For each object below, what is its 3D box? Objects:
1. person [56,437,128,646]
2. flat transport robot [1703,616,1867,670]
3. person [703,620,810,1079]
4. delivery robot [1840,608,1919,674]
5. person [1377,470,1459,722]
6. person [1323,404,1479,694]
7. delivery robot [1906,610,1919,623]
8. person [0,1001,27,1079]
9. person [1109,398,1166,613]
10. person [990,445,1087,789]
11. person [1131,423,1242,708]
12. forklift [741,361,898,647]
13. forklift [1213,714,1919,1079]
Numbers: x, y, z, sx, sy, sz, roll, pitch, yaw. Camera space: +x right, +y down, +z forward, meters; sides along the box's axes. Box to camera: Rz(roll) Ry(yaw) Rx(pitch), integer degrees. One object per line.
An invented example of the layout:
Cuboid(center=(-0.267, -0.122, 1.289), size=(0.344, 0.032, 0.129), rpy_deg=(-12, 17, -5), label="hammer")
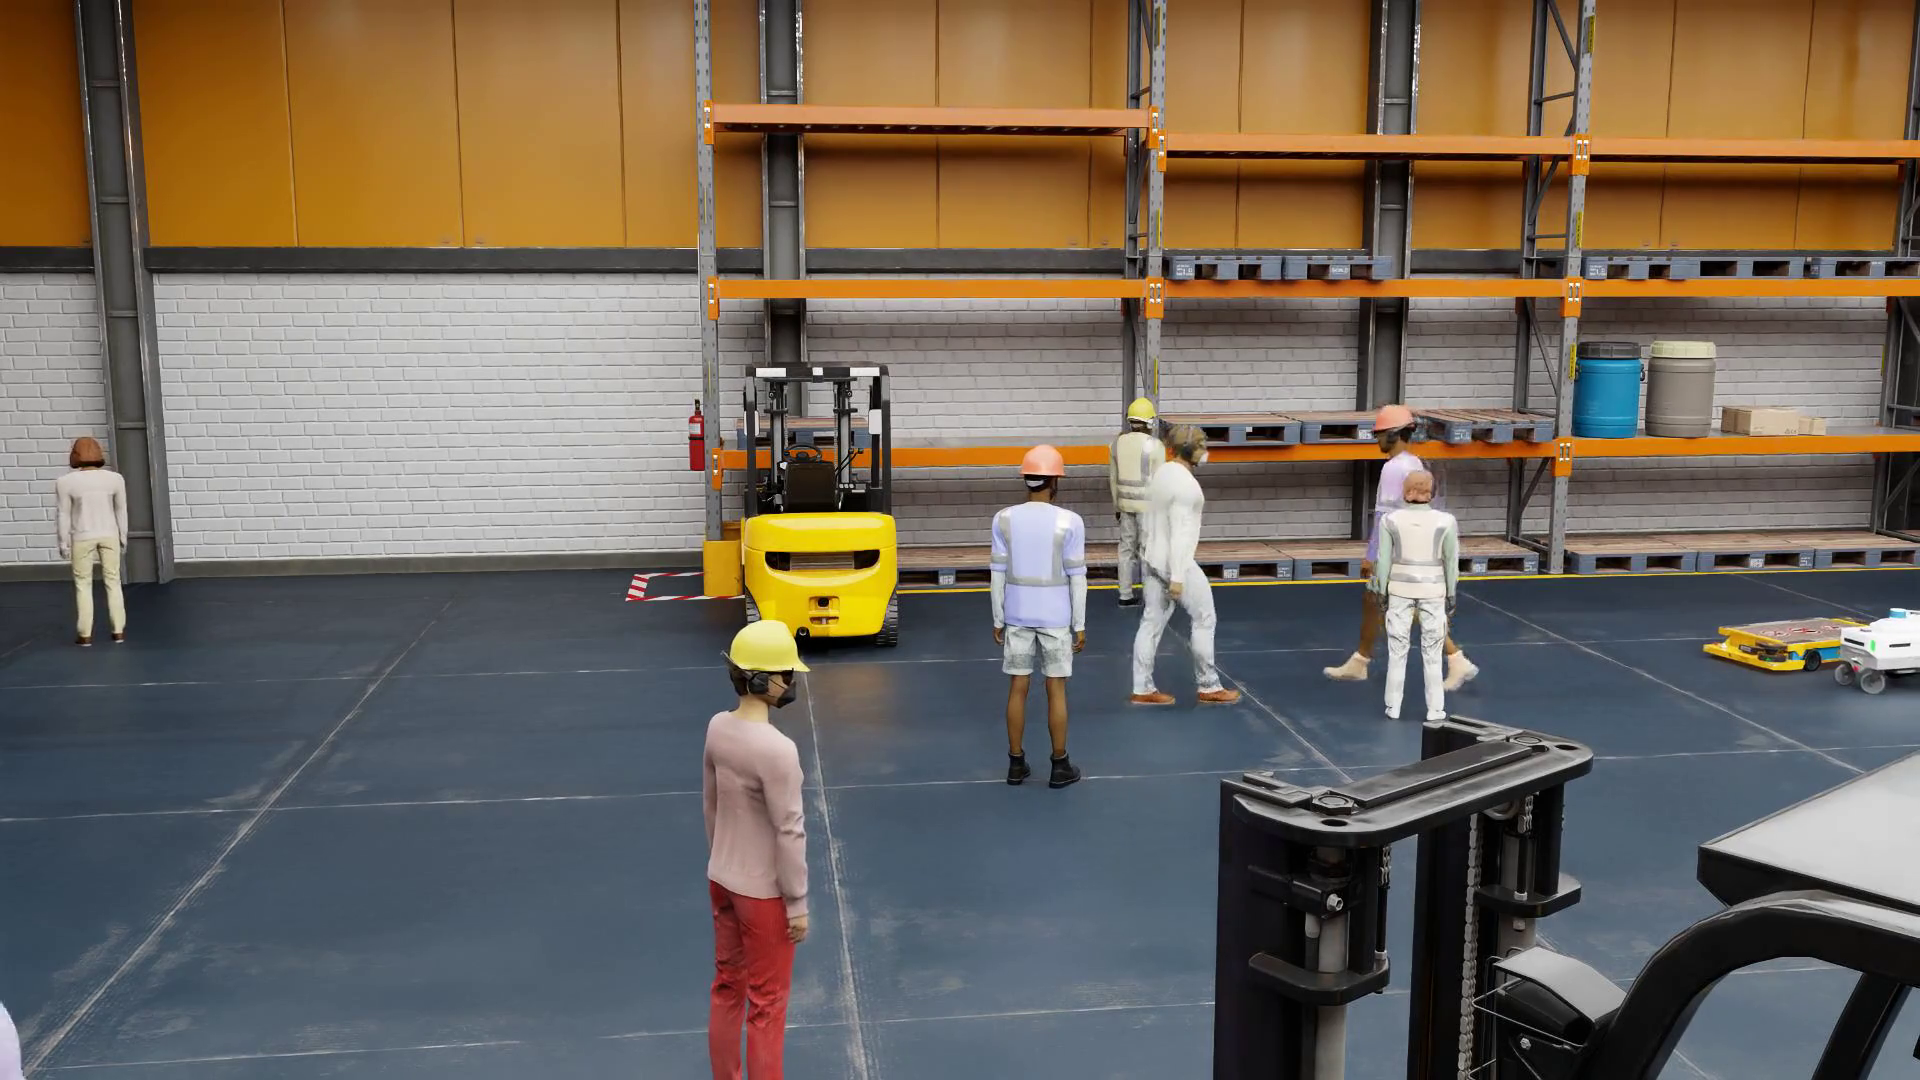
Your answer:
Cuboid(center=(-6.750, 0.010, 12.969), size=(0.502, 1.620, 0.309), rpy_deg=(-8, 12, -39), label="person")
Cuboid(center=(6.372, 0.764, 12.457), size=(1.431, 0.197, 0.652), rpy_deg=(-3, 10, -21), label="flat transport robot")
Cuboid(center=(-0.656, 1.136, 5.498), size=(0.329, 1.765, 0.526), rpy_deg=(-7, 11, -36), label="person")
Cuboid(center=(6.505, 0.719, 11.566), size=(0.707, 0.478, 0.477), rpy_deg=(-2, 9, -14), label="delivery robot")
Cuboid(center=(2.938, 0.363, 10.703), size=(0.512, 1.640, 0.311), rpy_deg=(3, 10, 19), label="person")
Cuboid(center=(3.109, 0.060, 11.522), size=(1.044, 1.993, 0.624), rpy_deg=(4, 10, 24), label="person")
Cuboid(center=(7.124, 0.663, 11.911), size=(0.707, 0.478, 0.477), rpy_deg=(9, 12, 43), label="delivery robot")
Cuboid(center=(-1.893, 1.483, 2.930), size=(0.689, 1.883, 0.680), rpy_deg=(7, 11, 35), label="person")
Cuboid(center=(1.553, -0.295, 14.201), size=(0.586, 1.837, 0.403), rpy_deg=(9, 13, 43), label="person")
Cuboid(center=(0.451, 0.428, 9.377), size=(0.551, 1.933, 0.376), rpy_deg=(3, 10, 18), label="person")
Cuboid(center=(1.533, 0.178, 11.030), size=(0.862, 1.904, 0.653), rpy_deg=(-3, 9, -16), label="person")
Cuboid(center=(-1.154, -0.340, 13.365), size=(1.214, 2.155, 2.313), rpy_deg=(-1, 9, -7), label="forklift")
Cuboid(center=(1.441, 1.425, 2.350), size=(1.214, 2.155, 2.313), rpy_deg=(-7, 12, -39), label="forklift")
